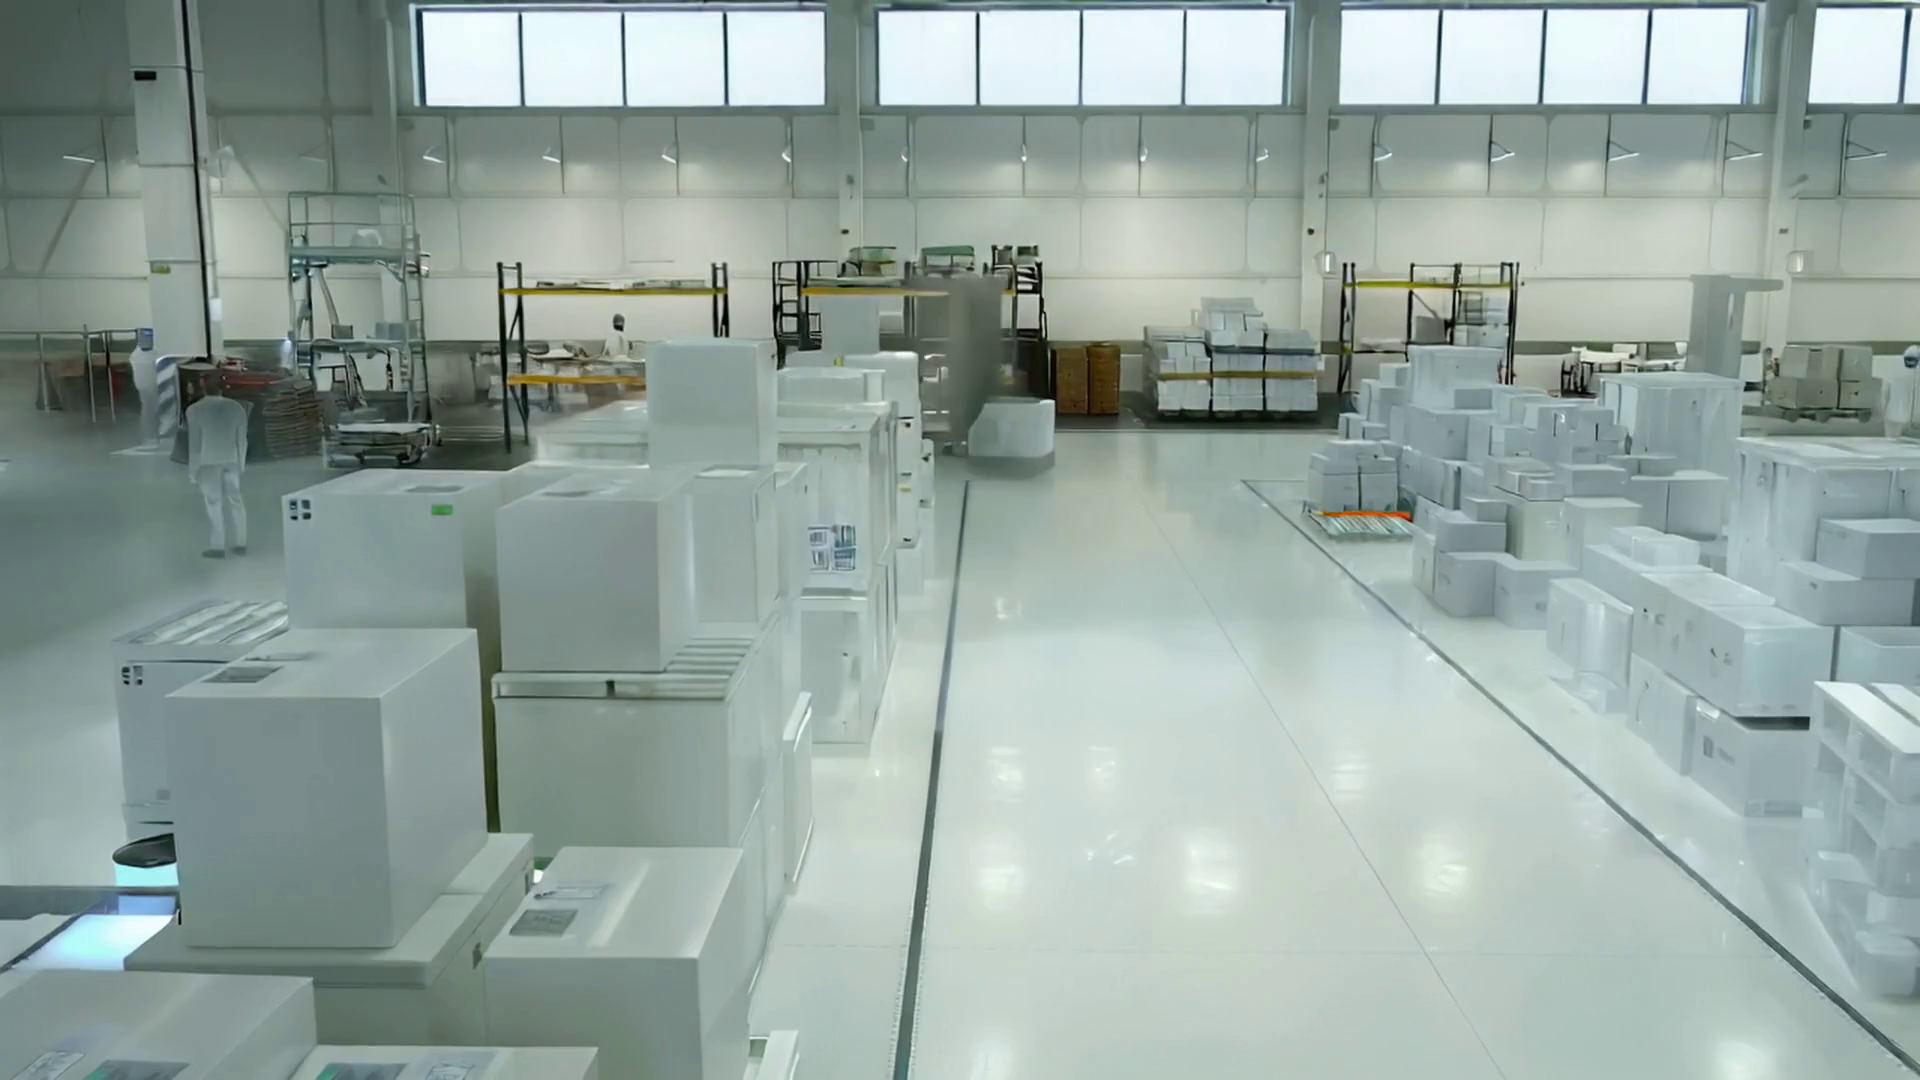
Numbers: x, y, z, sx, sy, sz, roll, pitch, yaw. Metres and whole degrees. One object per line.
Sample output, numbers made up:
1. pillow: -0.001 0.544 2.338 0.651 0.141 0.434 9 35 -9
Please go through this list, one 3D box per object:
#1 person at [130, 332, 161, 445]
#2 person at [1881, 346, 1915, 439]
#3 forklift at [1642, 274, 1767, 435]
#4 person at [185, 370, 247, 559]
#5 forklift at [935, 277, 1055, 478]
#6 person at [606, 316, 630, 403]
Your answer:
1. person: -13.517 -2.530 27.765 0.417 1.896 0.797 1 10 6
2. person: 12.413 -1.578 21.903 1.025 1.955 0.622 -9 13 -43
3. forklift: 13.099 -3.274 29.247 1.873 2.768 1.129 0 9 1
4. person: -7.616 -0.770 17.064 0.359 1.938 0.632 6 11 33
5. forklift: 0.361 -2.353 23.727 1.873 2.768 1.129 3 10 16
6. person: -7.088 -3.693 34.595 0.547 1.930 0.382 4 10 24
